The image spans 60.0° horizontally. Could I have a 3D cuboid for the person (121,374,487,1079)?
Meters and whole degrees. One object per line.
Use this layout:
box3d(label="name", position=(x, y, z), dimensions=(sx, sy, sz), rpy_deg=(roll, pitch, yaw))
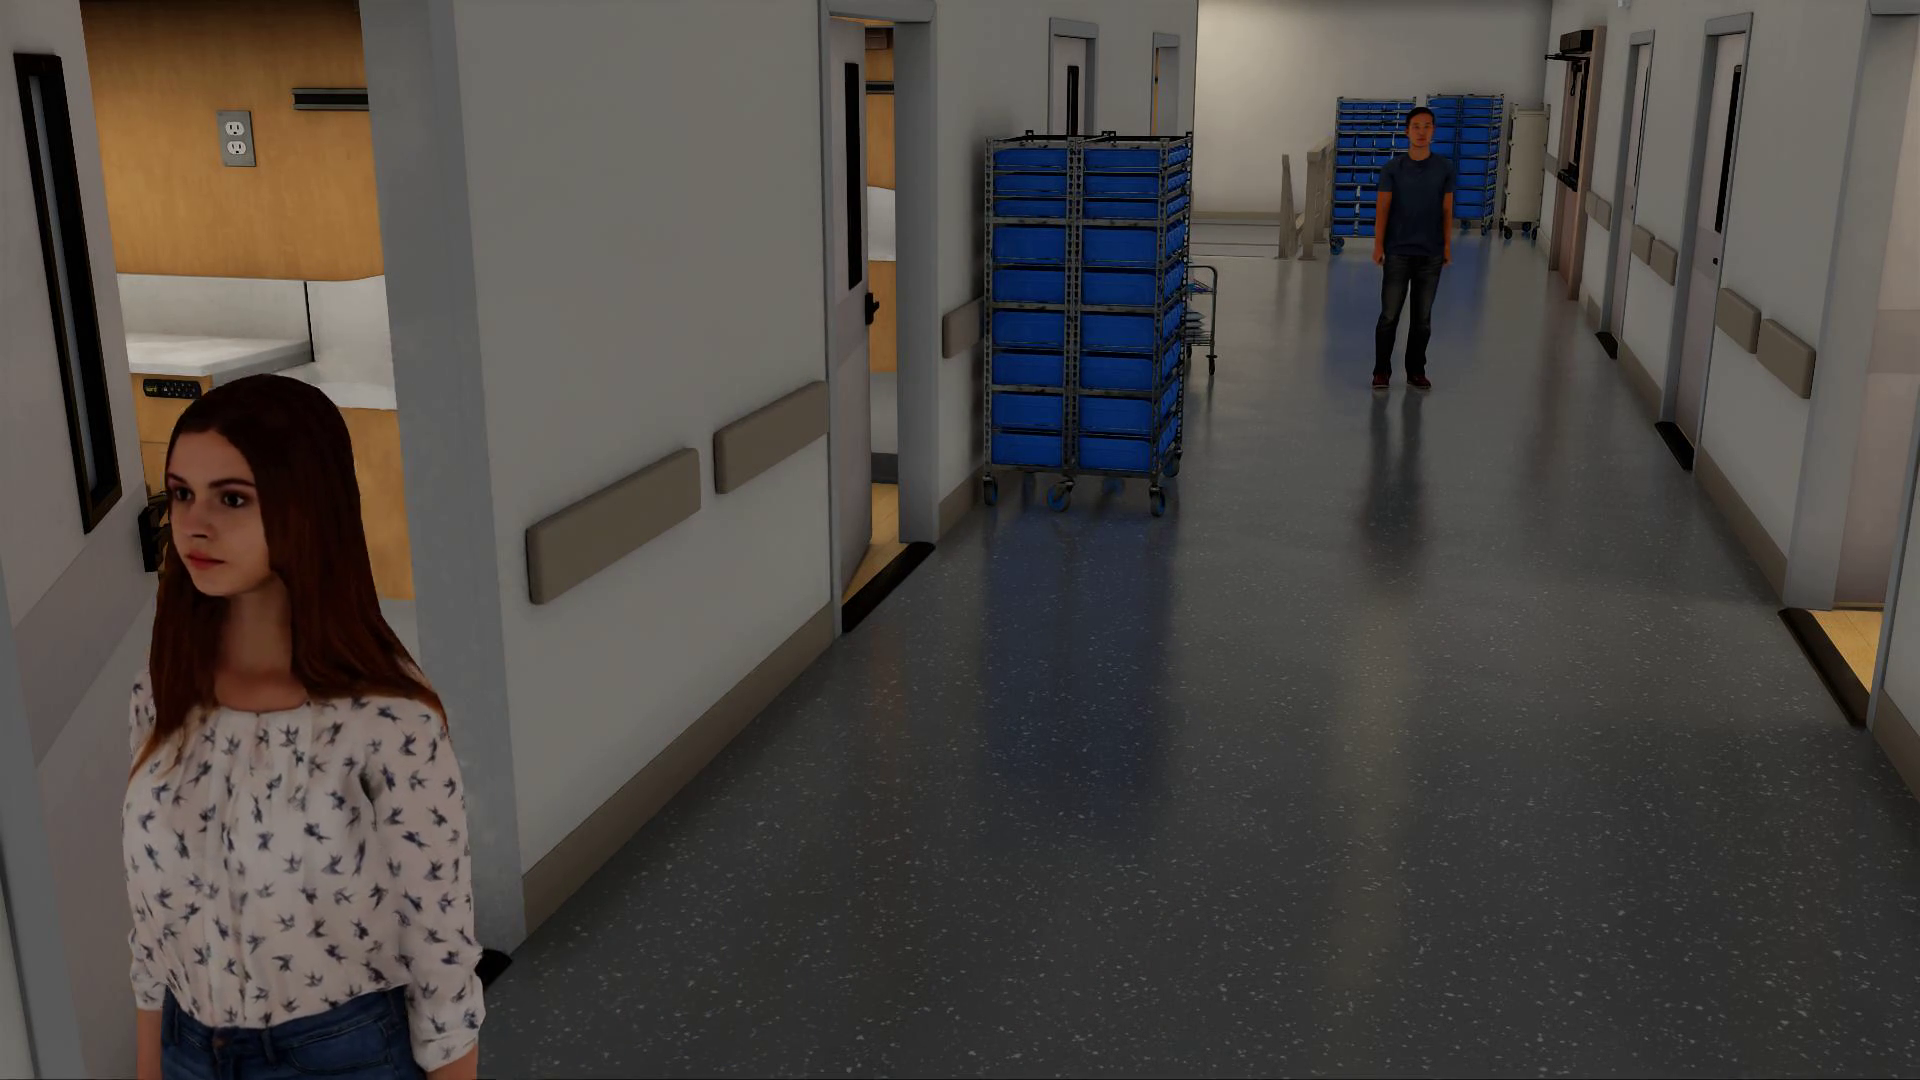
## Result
box3d(label="person", position=(-0.738, 0.649, 2.018), dimensions=(0.671, 1.707, 1.037), rpy_deg=(6, 17, 21))

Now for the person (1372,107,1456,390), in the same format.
box3d(label="person", position=(2.951, -1.895, 10.851), dimensions=(0.714, 1.809, 0.630), rpy_deg=(0, 16, 0))
